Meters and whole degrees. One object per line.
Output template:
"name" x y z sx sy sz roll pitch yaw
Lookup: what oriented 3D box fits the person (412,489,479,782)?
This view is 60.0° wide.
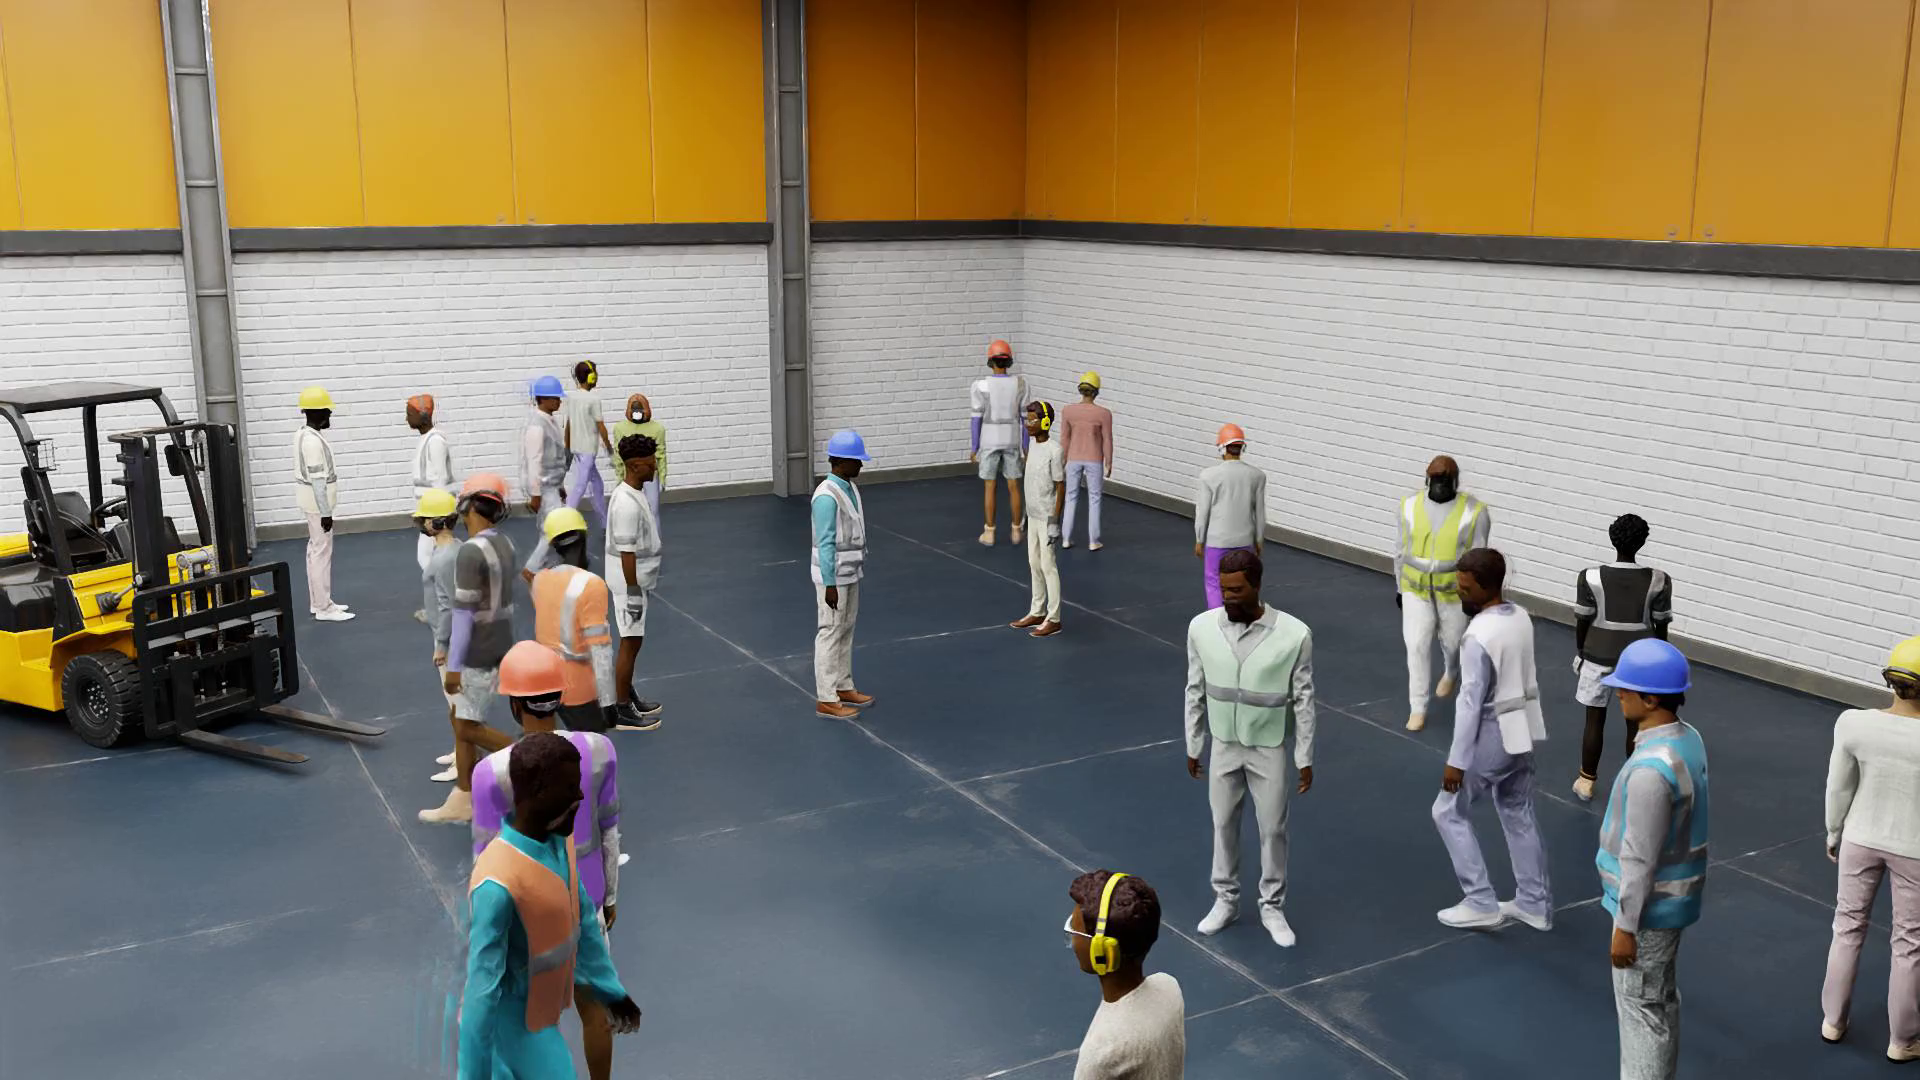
"person" -3.073 0.564 9.967 0.312 1.768 0.522 -2 12 -10

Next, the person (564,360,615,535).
"person" -3.737 -0.873 16.589 0.969 1.825 0.518 -11 16 -41

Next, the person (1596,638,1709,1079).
"person" 2.501 1.307 6.085 0.413 1.942 0.611 8 14 32

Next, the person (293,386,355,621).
"person" -5.231 -0.297 13.622 0.370 1.927 0.588 -6 14 -27

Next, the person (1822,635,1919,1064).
"person" 3.796 1.248 6.761 0.311 1.768 0.532 -12 17 -43

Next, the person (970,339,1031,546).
"person" 0.392 -0.963 16.474 0.614 2.038 0.393 -2 12 -11

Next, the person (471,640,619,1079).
"person" -1.506 1.311 6.074 0.543 1.931 0.387 -9 15 -35

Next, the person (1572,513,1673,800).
"person" 3.790 0.685 9.564 0.535 1.697 0.318 3 12 15

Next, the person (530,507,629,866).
"person" -2.011 0.775 8.733 0.432 1.876 0.625 -11 16 -41

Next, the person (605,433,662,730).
"person" -2.130 0.267 10.909 0.380 1.957 0.607 -2 12 -8

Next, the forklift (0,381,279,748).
"forklift" -5.853 0.085 11.199 2.313 2.155 1.214 7 14 28

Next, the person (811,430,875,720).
"person" -0.791 0.229 11.137 0.415 1.939 0.605 3 12 14

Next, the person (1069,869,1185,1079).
"person" 0.407 1.736 4.265 0.328 1.861 0.500 6 13 25

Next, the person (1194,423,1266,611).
"person" 2.064 -0.028 12.805 0.571 1.742 0.363 -4 13 -18

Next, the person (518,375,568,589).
"person" -3.572 -0.467 14.419 0.426 1.933 0.607 -1 12 -4

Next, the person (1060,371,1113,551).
"person" 1.239 -0.767 16.238 0.532 1.754 0.341 4 13 20

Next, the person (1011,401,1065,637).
"person" 0.632 -0.173 13.176 0.317 1.870 0.531 -6 13 -25

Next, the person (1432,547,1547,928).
"person" 2.528 0.965 7.817 0.520 1.884 0.667 9 15 37

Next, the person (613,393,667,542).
"person" -3.004 -0.580 15.682 0.497 1.624 0.309 0 12 1

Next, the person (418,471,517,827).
"person" -2.642 0.616 9.209 0.753 1.979 0.641 -1 12 -6

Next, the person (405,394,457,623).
"person" -4.308 -0.254 13.531 0.415 1.876 0.627 -6 13 -26

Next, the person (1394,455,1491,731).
"person" 3.198 0.310 11.073 0.621 1.819 0.803 6 13 25

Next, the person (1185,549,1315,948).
"person" 1.354 0.963 7.790 0.615 1.906 0.414 6 13 26

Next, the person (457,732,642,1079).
"person" -1.378 1.516 5.298 0.965 1.868 0.593 0 12 -1
